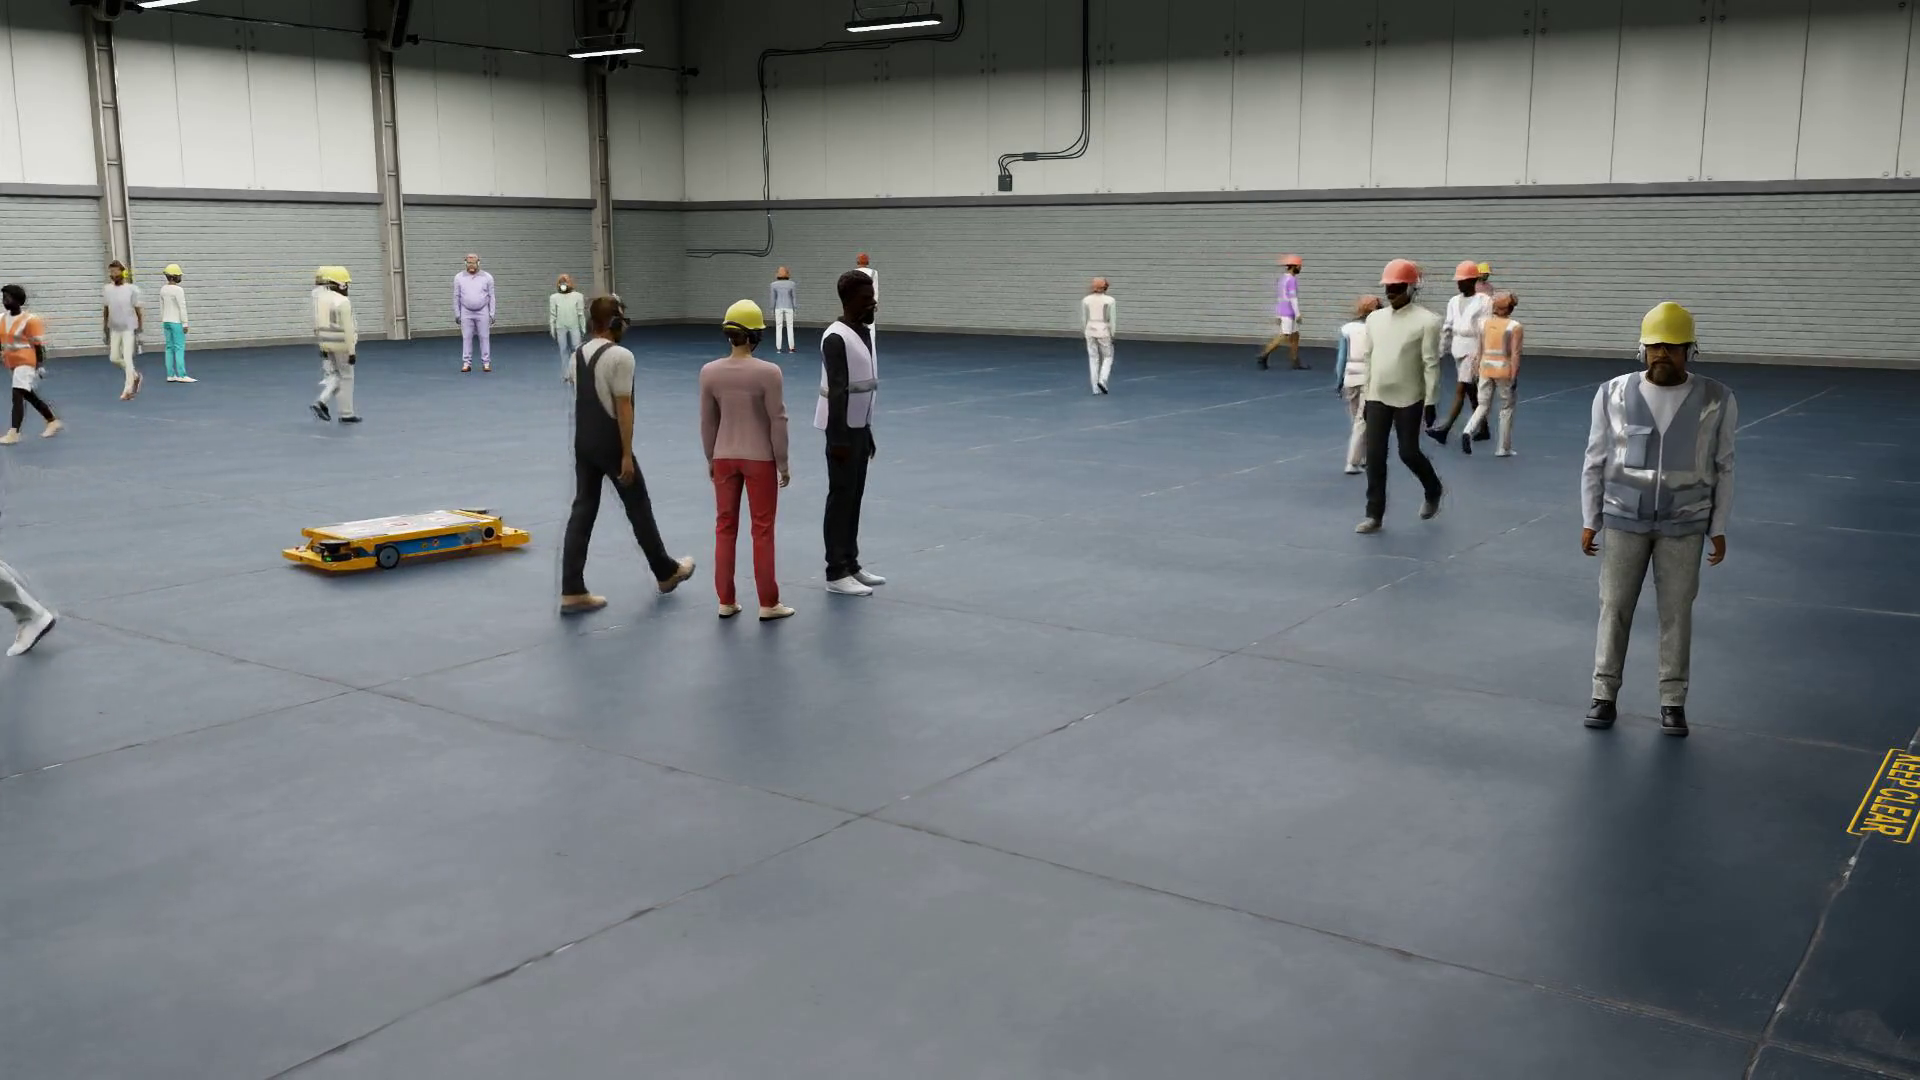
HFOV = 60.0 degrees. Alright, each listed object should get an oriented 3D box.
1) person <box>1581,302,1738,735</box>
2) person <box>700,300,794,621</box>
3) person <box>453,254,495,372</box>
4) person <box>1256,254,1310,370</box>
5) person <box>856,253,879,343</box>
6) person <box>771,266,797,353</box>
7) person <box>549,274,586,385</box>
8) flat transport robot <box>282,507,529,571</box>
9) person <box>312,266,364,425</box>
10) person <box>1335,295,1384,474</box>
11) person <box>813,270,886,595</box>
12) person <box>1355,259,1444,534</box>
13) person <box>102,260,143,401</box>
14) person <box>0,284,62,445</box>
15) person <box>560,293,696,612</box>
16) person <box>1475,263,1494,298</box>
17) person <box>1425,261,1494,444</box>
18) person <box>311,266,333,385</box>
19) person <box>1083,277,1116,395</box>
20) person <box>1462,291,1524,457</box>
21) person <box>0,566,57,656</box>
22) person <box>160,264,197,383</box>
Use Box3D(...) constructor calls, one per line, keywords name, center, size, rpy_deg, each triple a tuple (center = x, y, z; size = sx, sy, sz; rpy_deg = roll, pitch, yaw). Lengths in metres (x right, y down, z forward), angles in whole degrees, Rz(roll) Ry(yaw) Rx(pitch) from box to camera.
Box3D(name="person", center=(2.949, -0.088, 7.064), size=(0.600, 1.831, 0.404), rpy_deg=(4, 11, 22))
Box3D(name="person", center=(-1.175, -0.433, 9.184), size=(0.525, 1.769, 0.317), rpy_deg=(4, 11, 20))
Box3D(name="person", center=(-7.854, -3.668, 26.917), size=(0.652, 1.904, 0.402), rpy_deg=(-2, 10, -11))
Box3D(name="person", center=(5.308, -3.720, 27.221), size=(0.845, 1.911, 0.545), rpy_deg=(1, 10, 6))
Box3D(name="person", center=(-1.832, -4.500, 31.639), size=(0.573, 1.883, 0.359), rpy_deg=(-2, 10, -13))
Box3D(name="person", center=(-3.341, -4.372, 31.610), size=(0.498, 1.636, 0.286), rpy_deg=(0, 10, -1))
Box3D(name="person", center=(-5.786, -3.102, 24.519), size=(0.531, 1.620, 0.370), rpy_deg=(-1, 10, -6))
Box3D(name="flat transport robot", center=(-3.666, -0.019, 11.052), size=(0.652, 0.197, 1.431), rpy_deg=(9, 14, 42))
Box3D(name="person", center=(-7.109, -2.212, 18.997), size=(0.622, 1.819, 0.459), rpy_deg=(8, 13, 38))
Box3D(name="person", center=(3.732, -1.416, 15.126), size=(0.538, 1.597, 0.816), rpy_deg=(8, 13, 39))
Box3D(name="person", center=(-0.661, -0.646, 9.948), size=(0.398, 1.920, 0.590), rpy_deg=(2, 10, 13))
Box3D(name="person", center=(3.213, -1.044, 12.047), size=(0.823, 1.972, 0.622), rpy_deg=(-9, 14, -43))
Box3D(name="person", center=(-11.119, -2.790, 22.144), size=(0.535, 1.857, 0.620), rpy_deg=(1, 10, 5))
Box3D(name="person", center=(-9.798, -1.850, 17.427), size=(0.542, 1.660, 0.870), rpy_deg=(4, 11, 23))
Box3D(name="person", center=(-1.971, -0.510, 9.555), size=(0.529, 1.783, 0.997), rpy_deg=(7, 12, 34))
Box3D(name="person", center=(8.279, -3.517, 26.460), size=(0.533, 1.767, 0.312), rpy_deg=(-5, 11, -26))
Box3D(name="person", center=(5.223, -1.944, 17.312), size=(1.003, 1.878, 0.572), rpy_deg=(-6, 12, -29))
Box3D(name="person", center=(-9.306, -3.156, 24.497), size=(0.312, 1.744, 0.487), rpy_deg=(9, 13, 40))
Box3D(name="person", center=(1.919, -2.792, 22.806), size=(0.512, 1.623, 0.373), rpy_deg=(5, 11, 27))
Box3D(name="person", center=(5.160, -1.591, 16.074), size=(0.633, 1.620, 0.518), rpy_deg=(-9, 13, -40))
Box3D(name="person", center=(-4.916, -0.291, 8.059), size=(0.598, 1.886, 0.960), rpy_deg=(8, 13, 37))
Box3D(name="person", center=(-11.734, -3.237, 24.891), size=(0.526, 1.768, 0.330), rpy_deg=(6, 12, 31))
